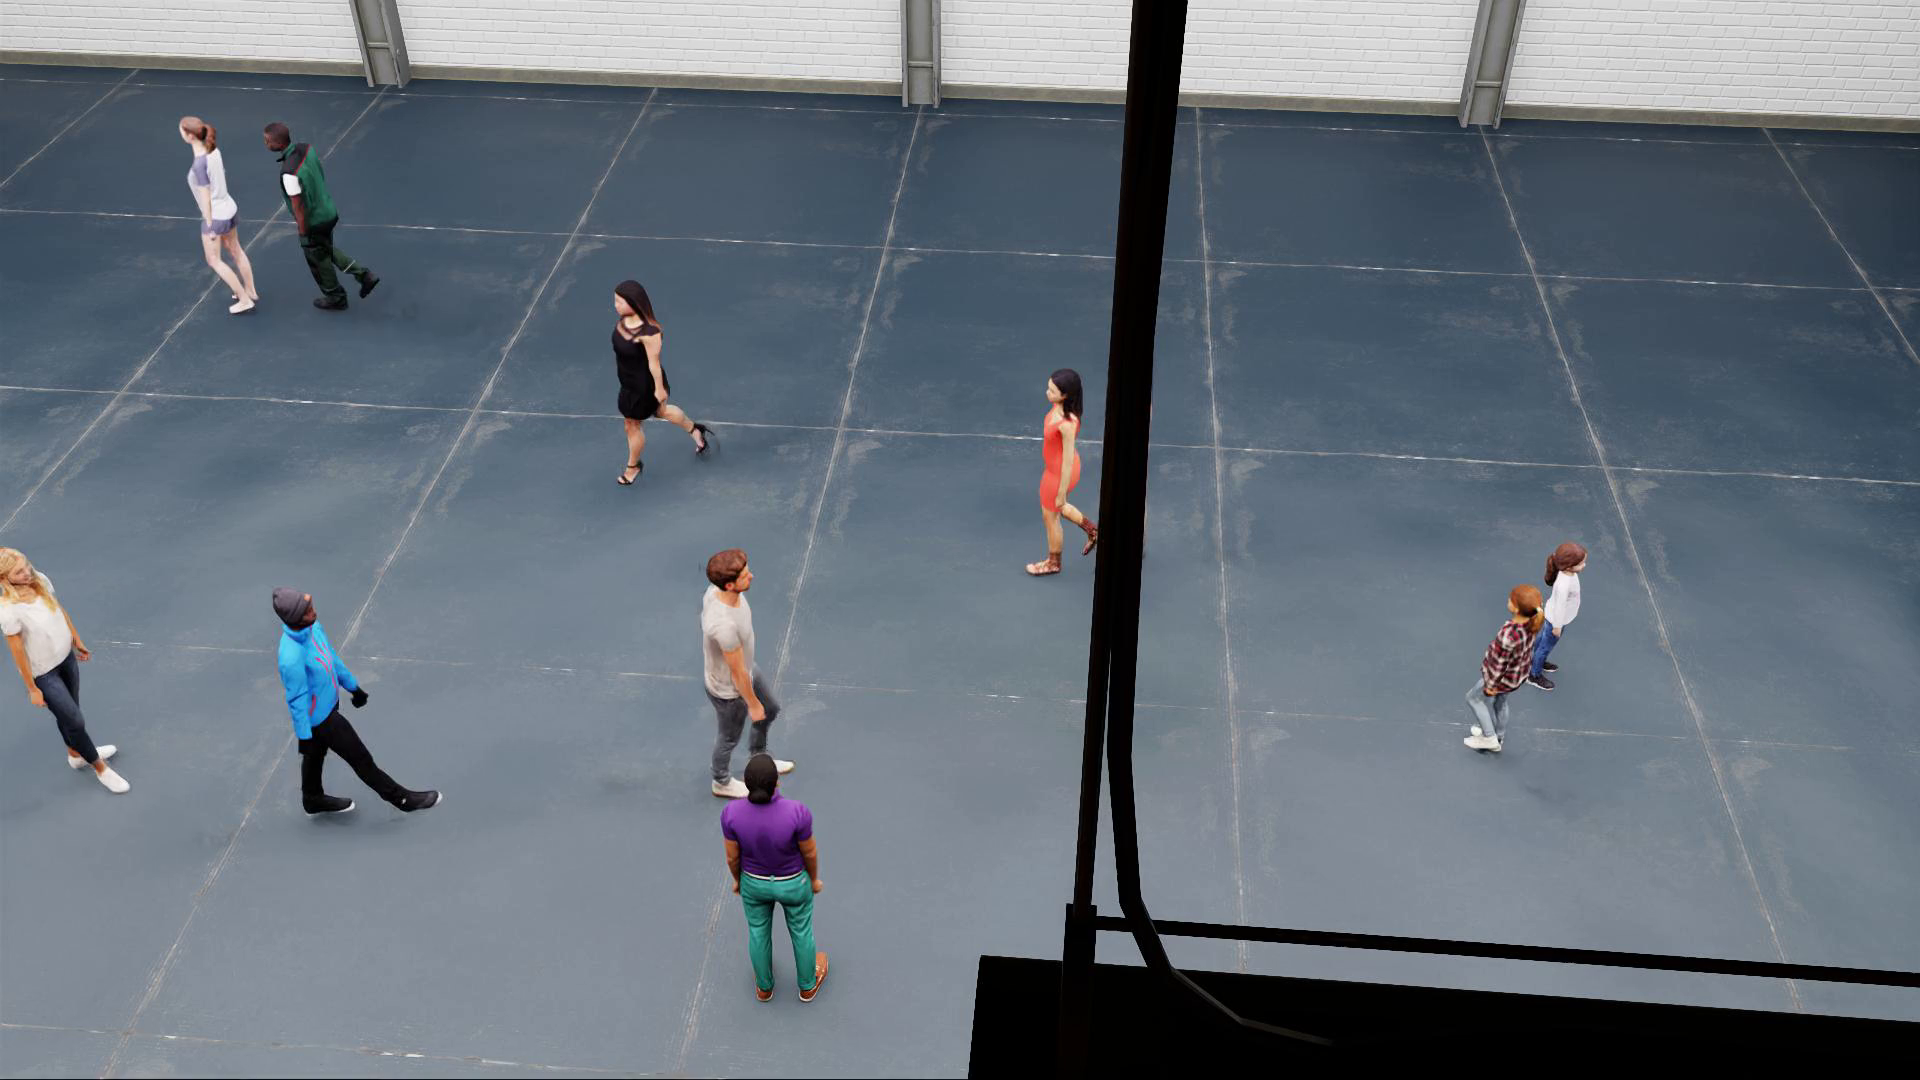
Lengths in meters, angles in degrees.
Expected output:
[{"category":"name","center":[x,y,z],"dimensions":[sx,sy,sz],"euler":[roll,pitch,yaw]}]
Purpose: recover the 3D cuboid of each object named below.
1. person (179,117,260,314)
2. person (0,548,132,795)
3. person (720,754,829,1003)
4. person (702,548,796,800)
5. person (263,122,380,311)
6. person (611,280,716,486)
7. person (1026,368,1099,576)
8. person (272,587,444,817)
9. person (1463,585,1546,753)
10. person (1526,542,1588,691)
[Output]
[{"category":"person","center":[-6.354,-2.788,14.297],"dimensions":[0.550,1.763,0.600],"euler":[2,39,2]},{"category":"person","center":[-5.417,0.750,9.839],"dimensions":[0.689,1.798,0.617],"euler":[-1,39,-1]},{"category":"person","center":[-0.958,1.760,8.600],"dimensions":[0.514,1.767,0.697],"euler":[1,39,1]},{"category":"person","center":[-1.413,0.822,9.686],"dimensions":[0.751,1.876,0.696],"euler":[-1,39,-1]},{"category":"person","center":[-5.422,-2.724,14.178],"dimensions":[0.860,1.813,0.765],"euler":[5,39,6]},{"category":"person","center":[-2.266,-1.188,12.358],"dimensions":[1.157,1.683,0.994],"euler":[-18,42,-21]},{"category":"person","center":[0.771,-0.458,11.426],"dimensions":[0.855,1.705,0.678],"euler":[-3,39,-3]},{"category":"person","center":[-3.780,0.992,9.570],"dimensions":[1.135,1.755,0.796],"euler":[-4,39,-5]},{"category":"person","center":[3.373,0.833,10.138],"dimensions":[0.623,1.296,0.678],"euler":[-30,47,-32]},{"category":"person","center":[3.861,0.461,10.752],"dimensions":[0.537,1.111,0.501],"euler":[14,41,17]}]
